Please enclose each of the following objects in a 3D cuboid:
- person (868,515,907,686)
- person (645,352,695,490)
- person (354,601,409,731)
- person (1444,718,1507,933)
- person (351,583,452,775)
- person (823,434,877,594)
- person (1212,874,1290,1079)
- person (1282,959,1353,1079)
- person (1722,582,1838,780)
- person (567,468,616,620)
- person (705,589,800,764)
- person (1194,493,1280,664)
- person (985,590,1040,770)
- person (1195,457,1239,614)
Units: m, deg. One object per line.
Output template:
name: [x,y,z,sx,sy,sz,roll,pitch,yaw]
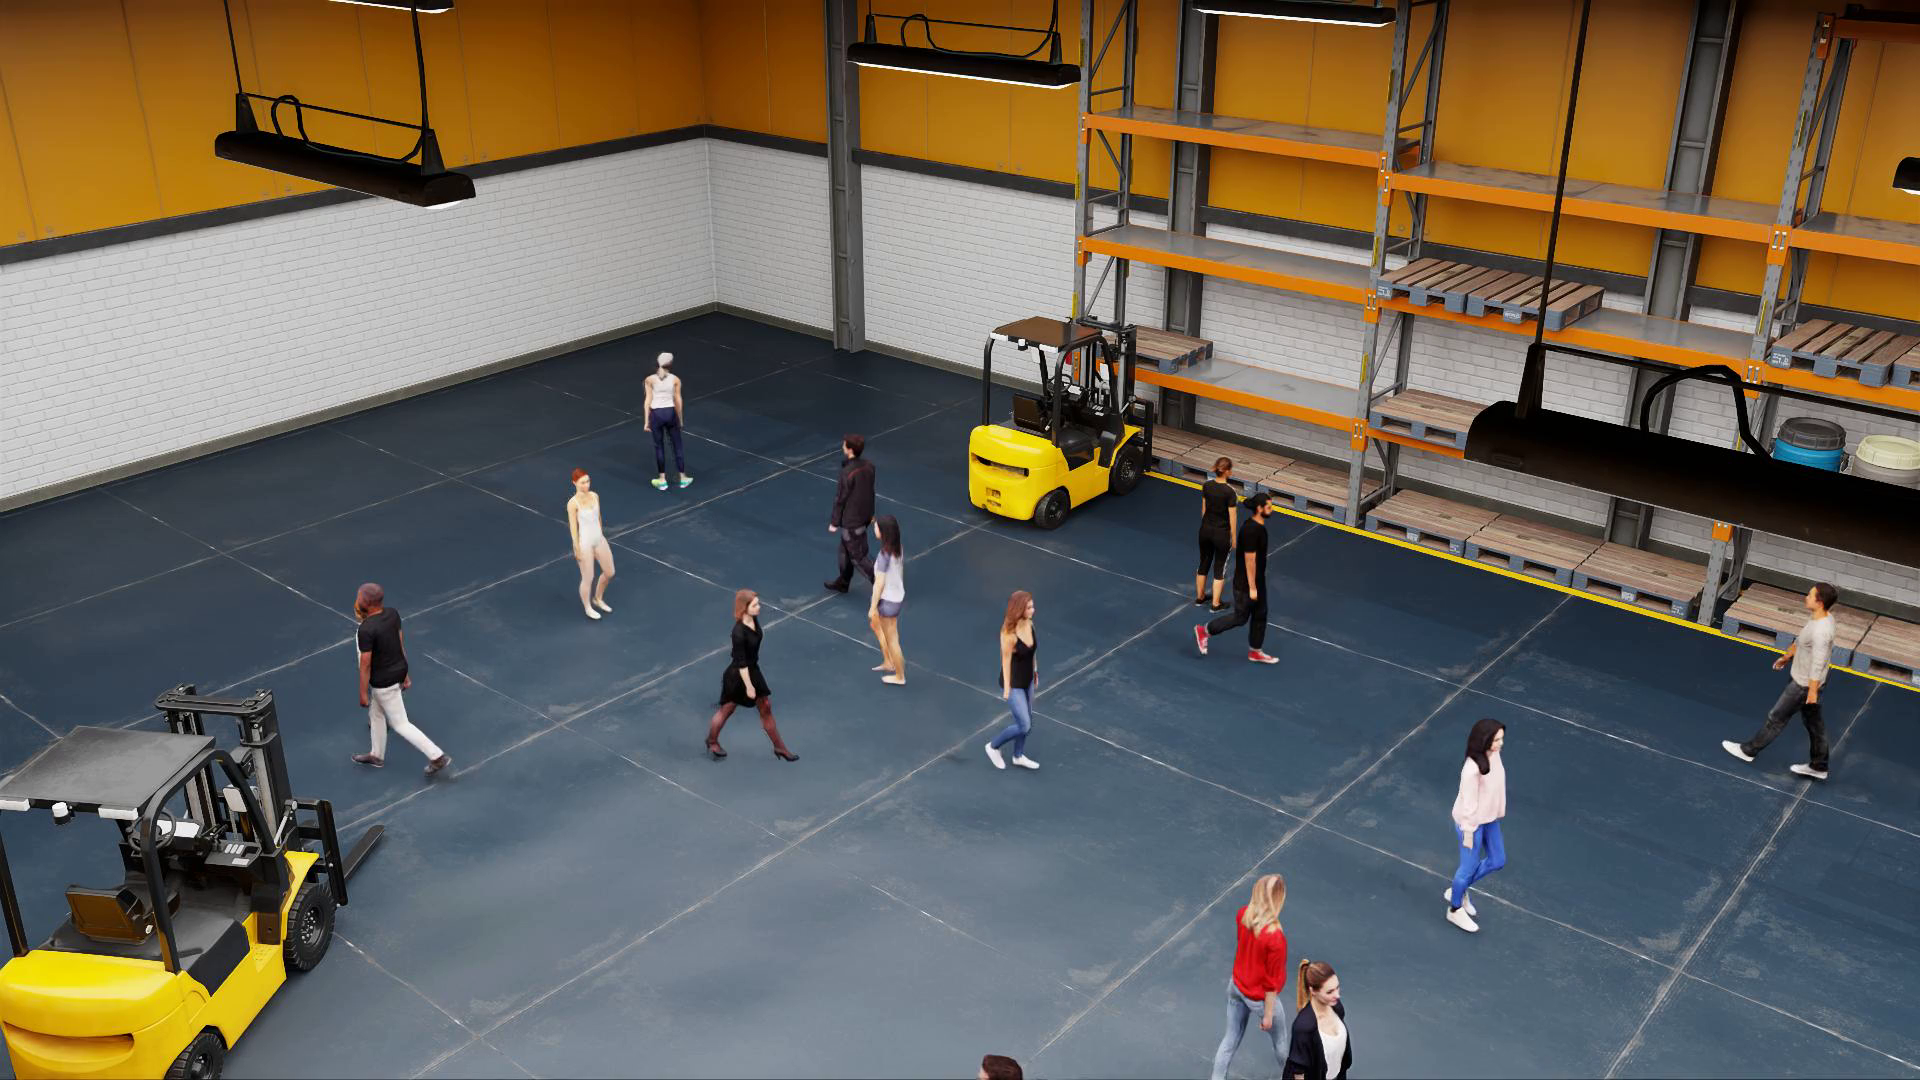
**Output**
person: [-0.581,0.582,15.506,0.730,1.722,0.694,5,24,12]
person: [-3.600,-1.448,20.182,0.786,1.697,0.783,-12,26,-25]
person: [-5.149,1.132,14.780,0.661,1.297,0.560,10,26,22]
person: [3.693,2.035,12.140,0.685,1.756,0.646,-21,31,-40]
person: [-4.748,1.218,13.998,1.305,1.765,1.049,5,24,12]
person: [-1.003,-0.179,17.140,1.245,1.808,0.948,9,25,20]
person: [1.767,2.866,10.349,0.915,1.668,1.080,-13,27,-28]
person: [2.033,3.157,9.663,0.565,1.684,0.635,21,31,40]
person: [7.235,1.214,13.998,1.108,1.772,0.755,14,27,28]
person: [-3.823,0.029,16.888,0.562,1.628,0.578,16,28,32]
person: [-1.933,1.192,14.205,1.169,1.646,0.901,6,24,13]
person: [2.695,0.382,15.954,1.141,1.730,0.866,9,25,20]
person: [0.429,1.190,14.131,0.721,1.709,0.636,13,27,26]
person: [2.624,-0.067,17.059,0.468,1.668,0.652,22,32,40]
